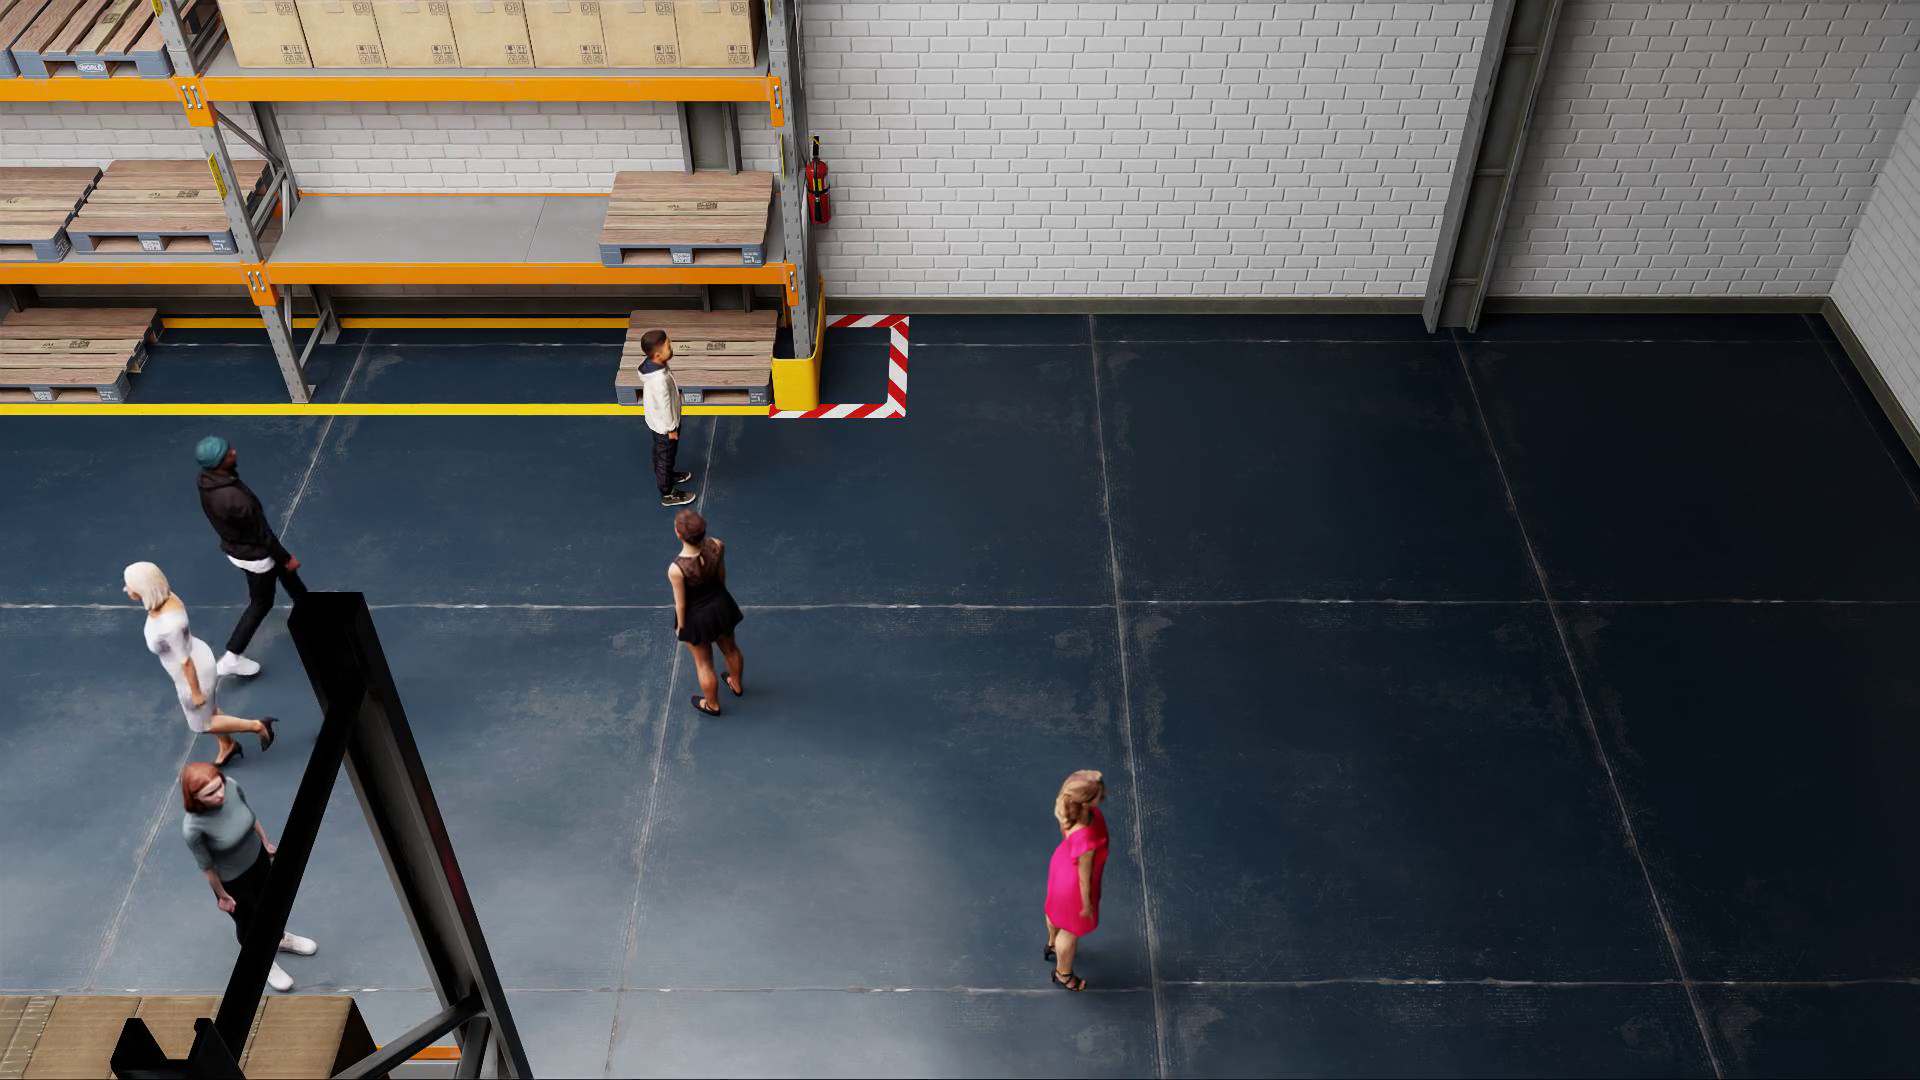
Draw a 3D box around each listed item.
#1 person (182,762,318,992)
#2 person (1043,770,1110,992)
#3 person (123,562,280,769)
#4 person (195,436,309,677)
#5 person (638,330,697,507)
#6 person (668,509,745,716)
[{"bbox_3d":[-3.838,1.762,8.886,0.632,1.742,0.653,14,45,14],"label":"person"},{"bbox_3d":[0.605,1.796,8.861,0.573,1.728,0.594,-6,44,-6],"label":"person"},{"bbox_3d":[-4.512,0.756,9.945,0.846,1.738,0.765,-24,48,-23],"label":"person"},{"bbox_3d":[-4.577,0.127,10.570,1.272,1.787,1.159,-31,51,-28],"label":"person"},{"bbox_3d":[-2.132,-0.883,11.873,0.574,1.452,0.623,-10,45,-11],"label":"person"},{"bbox_3d":[-1.582,0.447,10.318,0.739,1.671,0.680,34,53,30],"label":"person"}]
